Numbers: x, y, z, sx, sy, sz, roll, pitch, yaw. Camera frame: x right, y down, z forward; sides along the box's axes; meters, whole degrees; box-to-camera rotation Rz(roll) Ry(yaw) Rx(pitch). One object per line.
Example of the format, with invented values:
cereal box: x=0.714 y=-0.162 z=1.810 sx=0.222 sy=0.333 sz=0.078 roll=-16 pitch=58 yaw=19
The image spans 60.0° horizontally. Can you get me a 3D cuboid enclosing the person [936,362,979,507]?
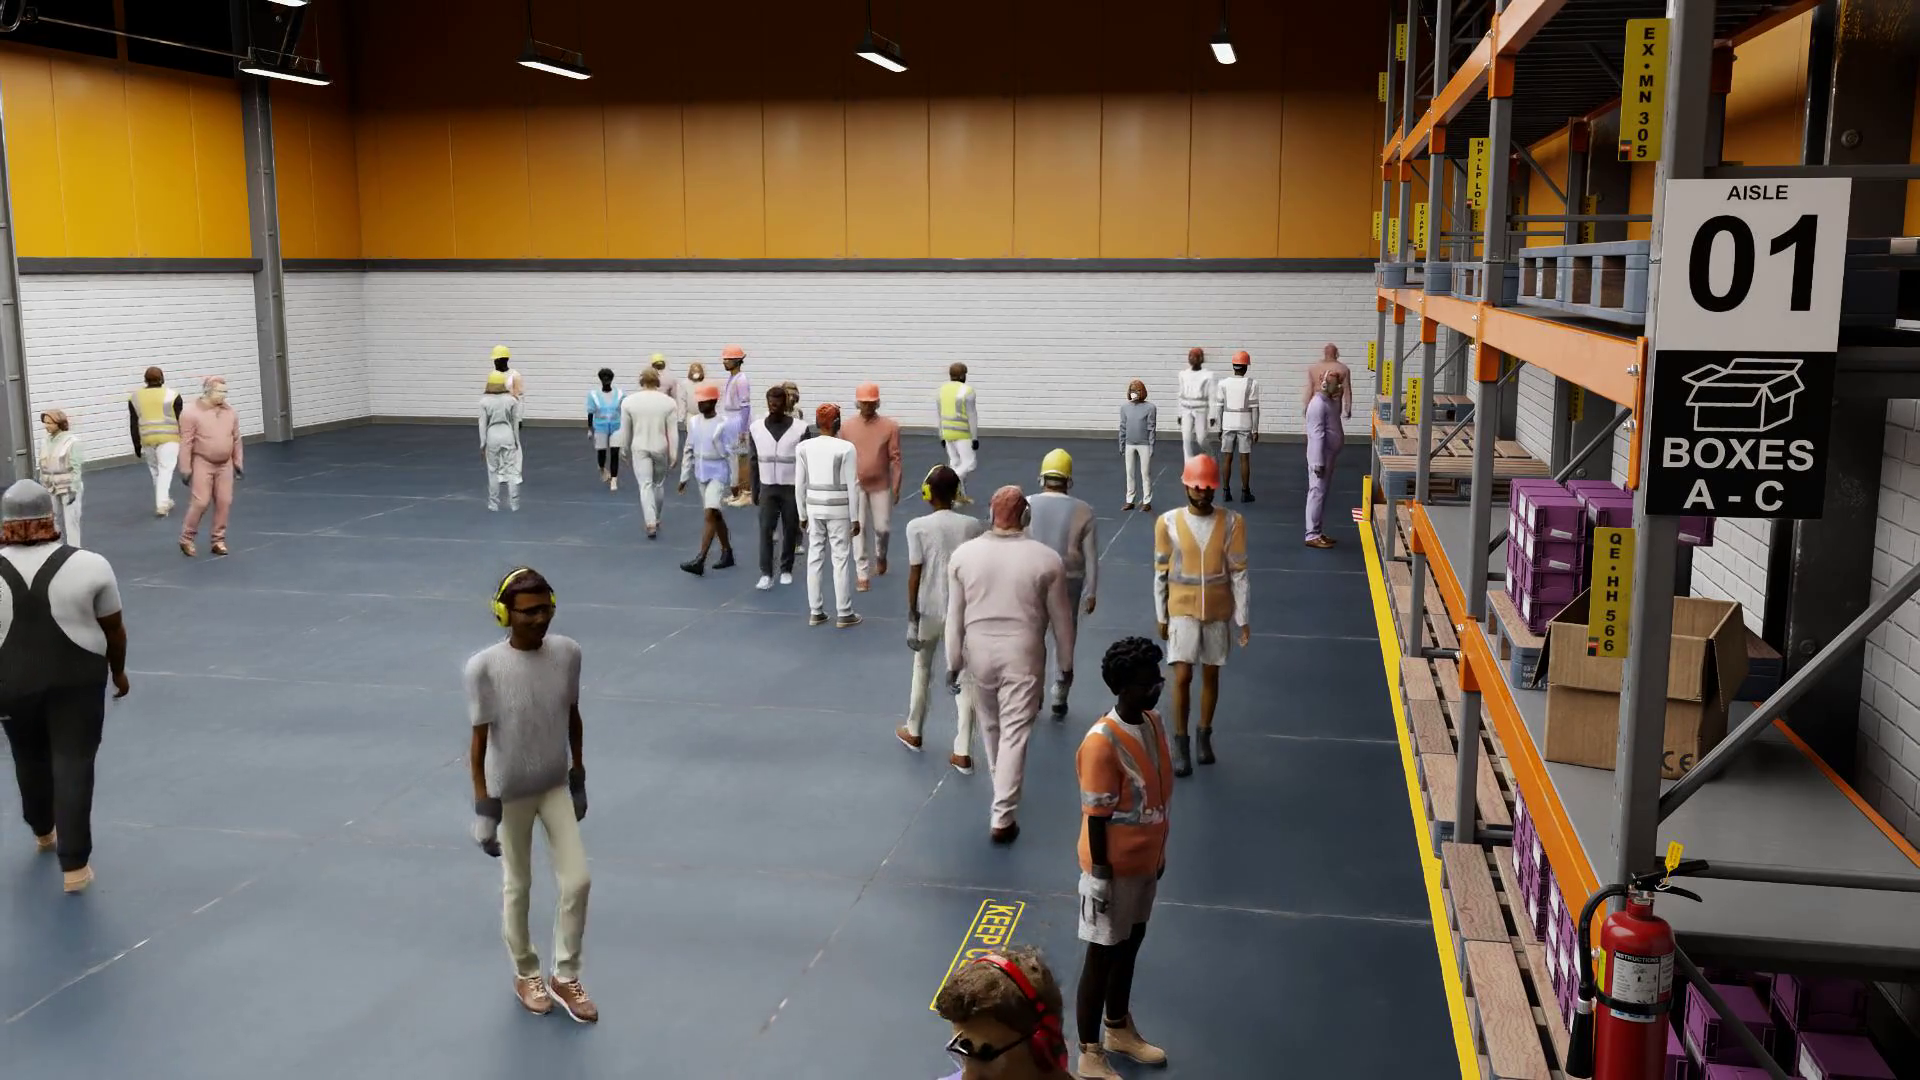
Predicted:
person: x=-0.045 y=-1.293 z=20.632 sx=0.627 sy=1.827 sz=0.643 roll=-9 pitch=13 yaw=-42

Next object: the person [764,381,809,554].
person: x=-1.850 y=-0.778 z=17.563 sx=0.518 sy=1.825 sz=0.674 roll=-4 pitch=10 yaw=-22

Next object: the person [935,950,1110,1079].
person: x=0.166 y=1.641 z=3.111 sx=0.624 sy=1.777 sz=0.949 roll=4 pitch=10 yaw=24

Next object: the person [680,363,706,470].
person: x=-3.887 y=-1.841 z=24.675 sx=0.508 sy=1.578 sz=0.842 roll=0 pitch=9 yaw=2

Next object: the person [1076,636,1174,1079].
person: x=0.611 y=1.182 z=6.128 sx=0.317 sy=1.695 sz=0.540 roll=6 pitch=11 yaw=31

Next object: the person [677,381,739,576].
person: x=-2.507 y=-0.599 z=16.270 sx=0.556 sy=1.890 sz=0.979 roll=6 pitch=11 yaw=34

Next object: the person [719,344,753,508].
person: x=-2.802 y=-1.425 z=20.789 sx=0.387 sy=2.045 sz=0.605 roll=-4 pitch=10 yaw=-20

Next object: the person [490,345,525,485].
person: x=-6.245 y=-1.710 z=22.858 sx=0.589 sy=1.928 sz=0.385 roll=6 pitch=11 yaw=30

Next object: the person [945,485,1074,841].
person: x=0.277 y=0.630 z=8.995 sx=0.674 sy=1.851 sz=1.016 roll=3 pitch=10 yaw=17

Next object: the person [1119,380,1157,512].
person: x=2.179 y=-1.152 z=20.408 sx=0.494 sy=1.624 sz=0.279 roll=6 pitch=11 yaw=31

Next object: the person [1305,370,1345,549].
person: x=3.923 y=-0.871 z=17.873 sx=0.401 sy=1.904 sz=0.651 roll=3 pitch=10 yaw=20

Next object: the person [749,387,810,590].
person: x=-1.690 y=-0.475 z=15.528 sx=0.602 sy=1.883 sz=0.855 roll=0 pitch=9 yaw=2

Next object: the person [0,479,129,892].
person: x=-4.520 y=0.653 z=8.277 sx=0.692 sy=2.000 sz=1.030 roll=-3 pitch=10 yaw=-19

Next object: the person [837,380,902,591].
person: x=-0.857 y=-0.528 z=15.620 sx=0.625 sy=1.976 sz=0.616 roll=0 pitch=9 yaw=-1

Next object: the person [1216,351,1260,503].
person: x=3.557 y=-1.448 z=21.247 sx=0.551 sy=1.934 sz=0.373 roll=4 pitch=10 yaw=24

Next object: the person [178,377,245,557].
person: x=-7.832 y=-0.768 z=17.389 sx=0.475 sy=1.876 sz=0.677 roll=6 pitch=11 yaw=32

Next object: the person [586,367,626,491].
person: x=-4.746 y=-1.503 z=22.391 sx=0.541 sy=1.671 sz=0.529 roll=-2 pitch=10 yaw=-14

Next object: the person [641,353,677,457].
person: x=-4.383 y=-1.843 z=24.168 sx=0.543 sy=1.748 sz=0.365 roll=-4 pitch=10 yaw=-25

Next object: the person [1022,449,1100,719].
person: x=0.628 y=0.297 z=11.097 sx=0.614 sy=1.814 sz=0.431 roll=1 pitch=10 yaw=8

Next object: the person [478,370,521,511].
person: x=-5.674 y=-1.226 z=20.503 sx=0.490 sy=1.744 sz=0.313 roll=-4 pitch=10 yaw=-23

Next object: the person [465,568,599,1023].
person: x=-1.677 y=1.026 z=6.600 sx=0.541 sy=1.844 sz=0.639 roll=-7 pitch=12 yaw=-36

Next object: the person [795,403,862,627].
person: x=-1.097 y=-0.207 z=13.938 sx=0.574 sy=1.883 sz=0.361 roll=4 pitch=10 yaw=23

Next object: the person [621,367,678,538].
person: x=-3.466 y=-0.985 z=18.634 sx=0.631 sy=1.896 sz=1.018 roll=-3 pitch=10 yaw=-16

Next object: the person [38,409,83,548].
person: x=-8.761 y=-0.460 z=16.217 sx=0.539 sy=1.634 sz=0.369 roll=2 pitch=10 yaw=14

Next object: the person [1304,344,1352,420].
person: x=5.532 y=-2.010 z=24.986 sx=0.657 sy=1.840 sz=1.077 roll=6 pitch=11 yaw=32

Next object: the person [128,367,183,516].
person: x=-9.713 y=-1.196 z=20.174 sx=0.615 sy=1.805 sz=0.963 roll=-1 pitch=9 yaw=-5

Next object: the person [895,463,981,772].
person: x=-0.125 y=0.447 z=10.176 sx=0.542 sy=1.818 sz=0.916 roll=-4 pitch=10 yaw=-21

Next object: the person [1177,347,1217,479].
person: x=3.385 y=-1.813 z=23.683 sx=0.583 sy=1.864 sz=0.712 roll=6 pitch=11 yaw=32

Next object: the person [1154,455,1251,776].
person: x=1.444 y=0.450 z=9.906 sx=0.562 sy=1.911 sz=0.757 roll=0 pitch=9 yaw=3
